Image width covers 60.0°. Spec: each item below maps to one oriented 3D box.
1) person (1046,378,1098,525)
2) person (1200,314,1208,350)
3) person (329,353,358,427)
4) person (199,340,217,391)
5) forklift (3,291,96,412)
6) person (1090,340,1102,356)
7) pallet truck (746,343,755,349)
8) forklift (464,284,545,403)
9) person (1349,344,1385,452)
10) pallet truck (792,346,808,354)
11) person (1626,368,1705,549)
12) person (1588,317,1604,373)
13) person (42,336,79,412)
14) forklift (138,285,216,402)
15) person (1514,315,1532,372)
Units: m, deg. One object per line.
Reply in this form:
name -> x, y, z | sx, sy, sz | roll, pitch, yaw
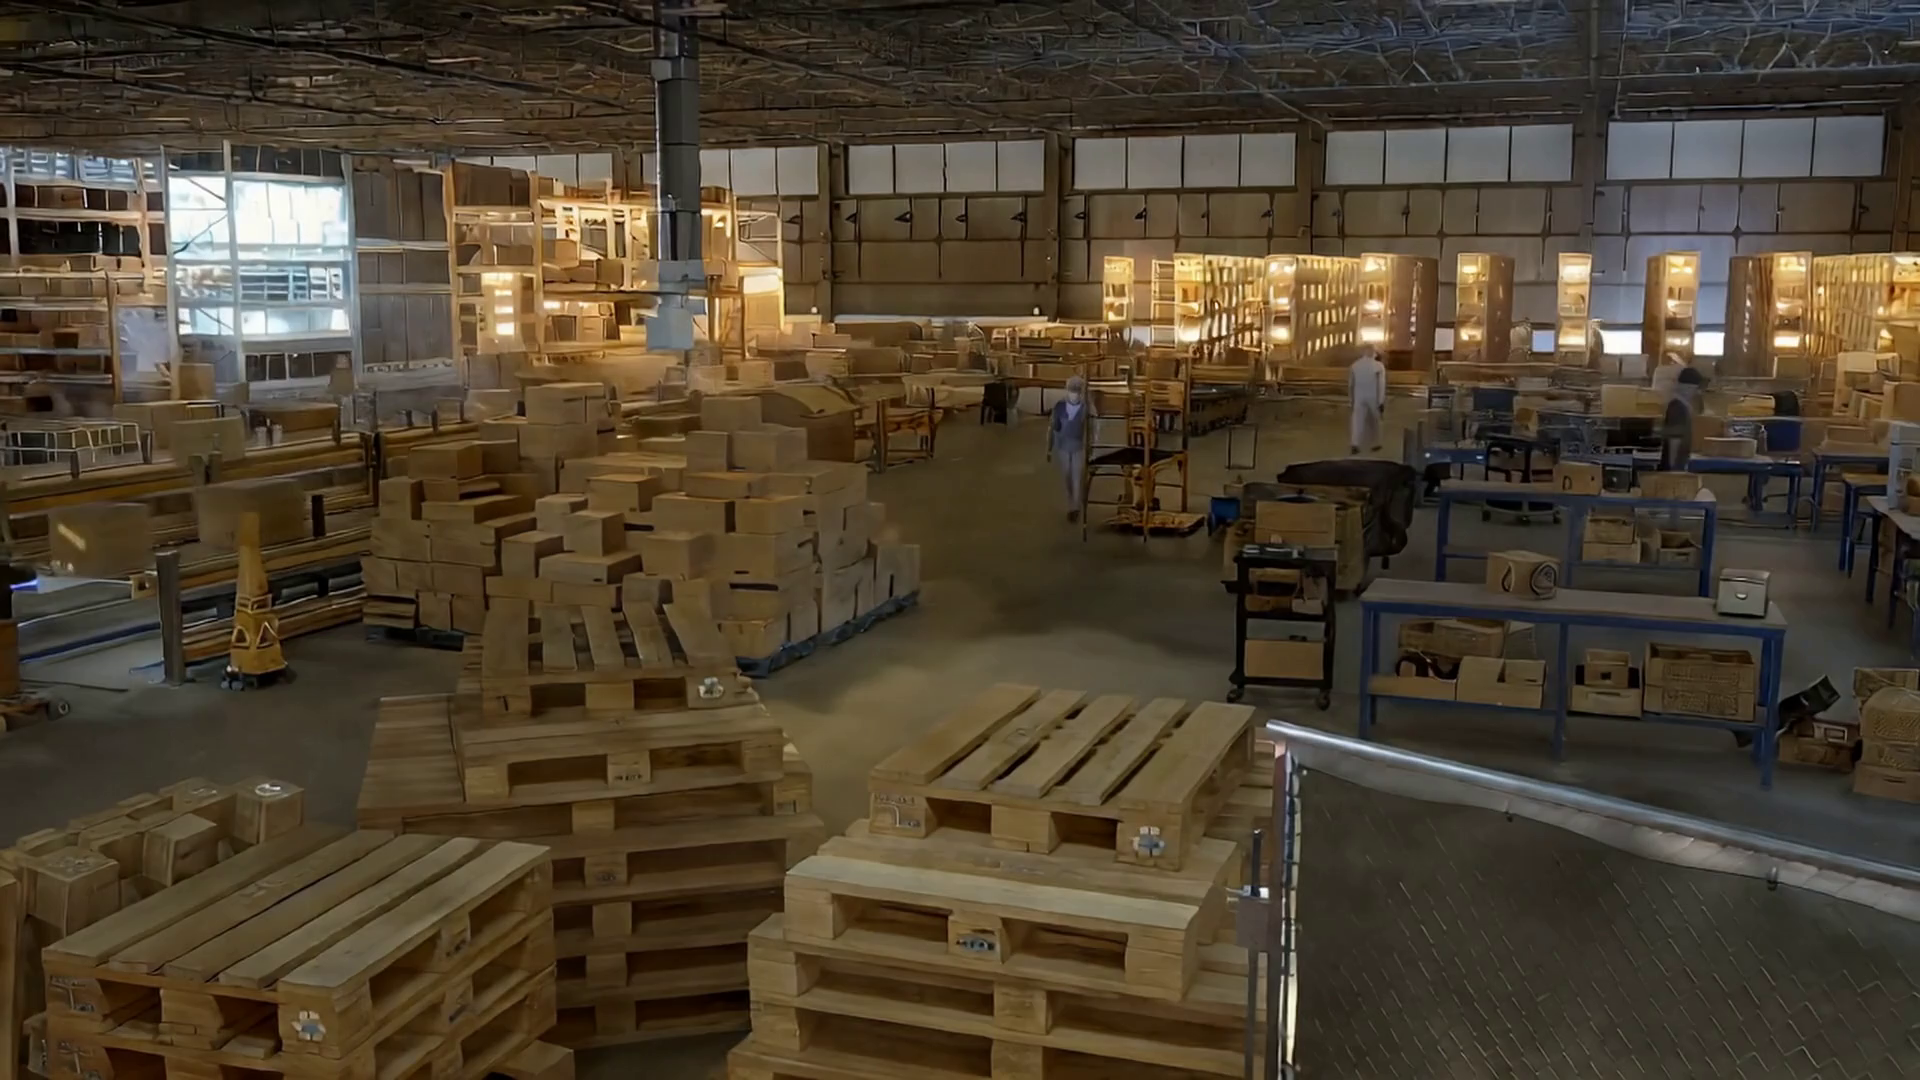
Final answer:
person -> 1.392, -1.116, 20.542 | 0.595, 1.790, 0.921 | 3, 10, 20
person -> 7.577, -6.156, 51.544 | 0.389, 1.986, 0.608 | 0, 9, 1
person -> -11.394, -2.641, 30.633 | 0.694, 1.610, 0.507 | 6, 11, 32
person -> -19.549, -4.779, 43.199 | 0.664, 1.887, 0.509 | 9, 12, 43
forklift -> -20.385, -4.267, 36.883 | 1.873, 2.768, 1.129 | 0, 9, -1
person -> 3.515, -4.779, 43.712 | 0.883, 1.731, 0.530 | 4, 10, 26
pallet truck -> -6.183, -4.618, 44.264 | 1.601, 1.201, 0.680 | -9, 12, -43
forklift -> -10.832, -4.702, 39.610 | 1.129, 2.768, 1.873 | 3, 10, 20
person -> 6.996, -2.433, 28.584 | 0.659, 1.860, 0.980 | 6, 11, 32
pallet truck -> -3.705, -4.298, 42.022 | 0.653, 1.274, 1.630 | 3, 10, 20
person -> 7.807, -0.883, 18.339 | 0.679, 2.027, 0.617 | 5, 10, 26
person -> 18.576, -5.615, 48.773 | 0.864, 1.822, 0.575 | 1, 9, 4
person -> -19.208, -3.455, 35.366 | 0.719, 1.747, 0.531 | 2, 9, 10
forklift -> -17.480, -4.200, 36.461 | 1.873, 2.768, 1.129 | 3, 10, 19
person -> 16.940, -5.837, 50.022 | 0.590, 1.833, 0.404 | -2, 9, -12
